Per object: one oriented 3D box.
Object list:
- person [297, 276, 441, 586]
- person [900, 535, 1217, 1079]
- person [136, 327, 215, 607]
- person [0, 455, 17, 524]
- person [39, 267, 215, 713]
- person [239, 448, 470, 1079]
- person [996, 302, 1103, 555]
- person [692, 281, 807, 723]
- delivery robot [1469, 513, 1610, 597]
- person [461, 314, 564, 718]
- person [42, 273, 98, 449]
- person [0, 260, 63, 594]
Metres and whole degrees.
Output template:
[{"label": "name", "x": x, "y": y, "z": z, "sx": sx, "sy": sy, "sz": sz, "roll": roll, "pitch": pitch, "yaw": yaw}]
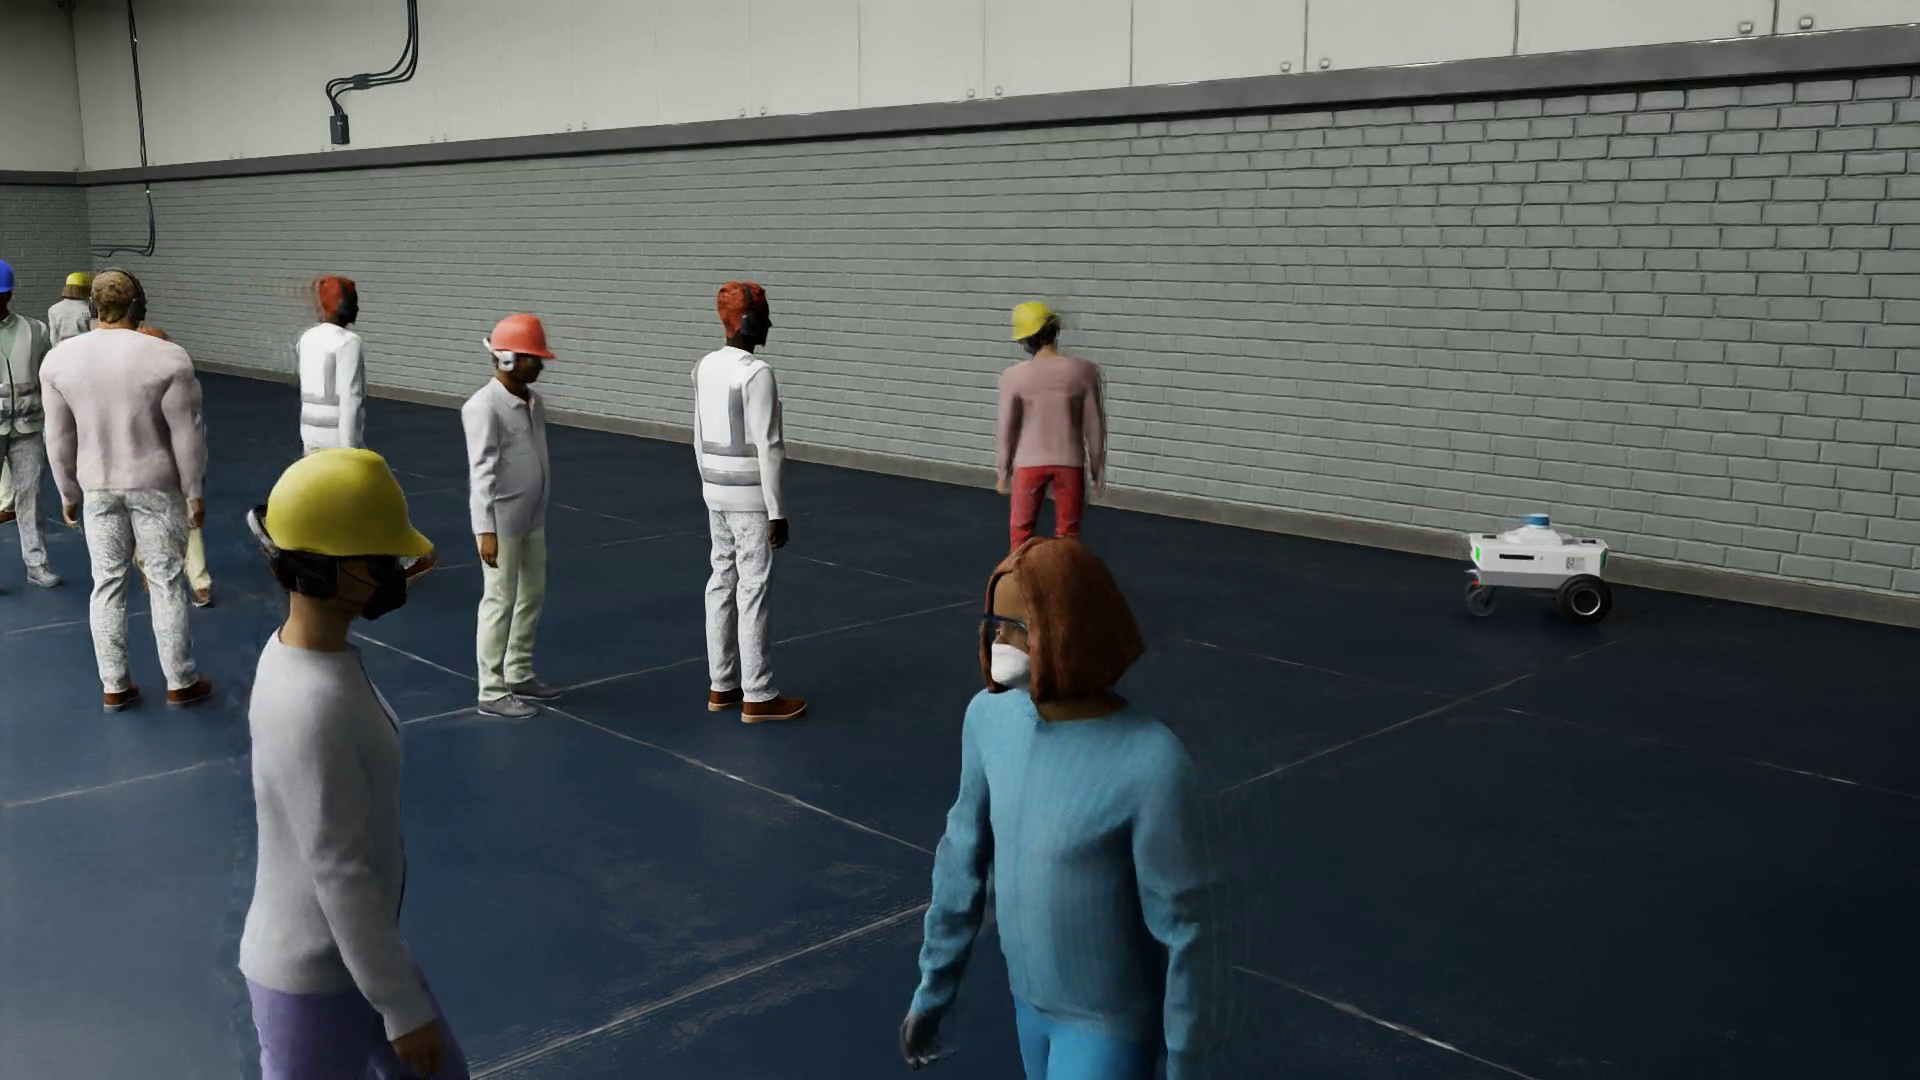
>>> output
[{"label": "person", "x": -3.512, "y": -0.590, "z": 9.617, "sx": 0.599, "sy": 1.836, "sz": 0.954, "roll": 8, "pitch": 13, "yaw": 36}, {"label": "person", "x": 0.137, "y": 0.796, "z": 2.677, "sx": 0.625, "sy": 1.612, "sz": 0.500, "roll": -7, "pitch": 12, "yaw": -33}, {"label": "person", "x": -4.519, "y": -0.422, "z": 9.428, "sx": 0.493, "sy": 1.574, "sz": 0.921, "roll": -9, "pitch": 13, "yaw": -39}, {"label": "person", "x": -7.053, "y": -0.924, "z": 11.990, "sx": 0.498, "sy": 1.634, "sz": 0.279, "roll": 8, "pitch": 13, "yaw": 36}, {"label": "person", "x": -3.613, "y": -0.207, "z": 7.251, "sx": 0.631, "sy": 1.938, "sz": 0.362, "roll": -1, "pitch": 10, "yaw": -6}, {"label": "person", "x": -0.950, "y": 0.700, "z": 2.889, "sx": 0.856, "sy": 1.722, "sz": 0.546, "roll": -3, "pitch": 11, "yaw": -17}, {"label": "person", "x": 0.451, "y": -0.355, "z": 8.637, "sx": 0.594, "sy": 1.734, "sz": 0.353, "roll": -1, "pitch": 10, "yaw": -3}, {"label": "person", "x": -0.920, "y": -0.159, "z": 7.141, "sx": 0.355, "sy": 1.883, "sz": 0.575, "roll": -9, "pitch": 14, "yaw": -40}, {"label": "delivery robot", "x": 3.156, "y": 0.098, "z": 9.097, "sx": 0.707, "sy": 0.478, "sz": 0.477, "roll": 3, "pitch": 10, "yaw": 13}, {"label": "person", "x": -1.922, "y": -0.096, "z": 7.184, "sx": 0.358, "sy": 1.741, "sz": 0.638, "roll": 3, "pitch": 11, "yaw": 14}, {"label": "person", "x": -8.670, "y": -1.733, "z": 16.218, "sx": 0.714, "sy": 1.706, "sz": 0.503, "roll": -1, "pitch": 10, "yaw": -7}, {"label": "person", "x": -5.570, "y": -0.660, "z": 9.709, "sx": 0.402, "sy": 1.943, "sz": 0.605, "roll": 9, "pitch": 14, "yaw": 41}]
